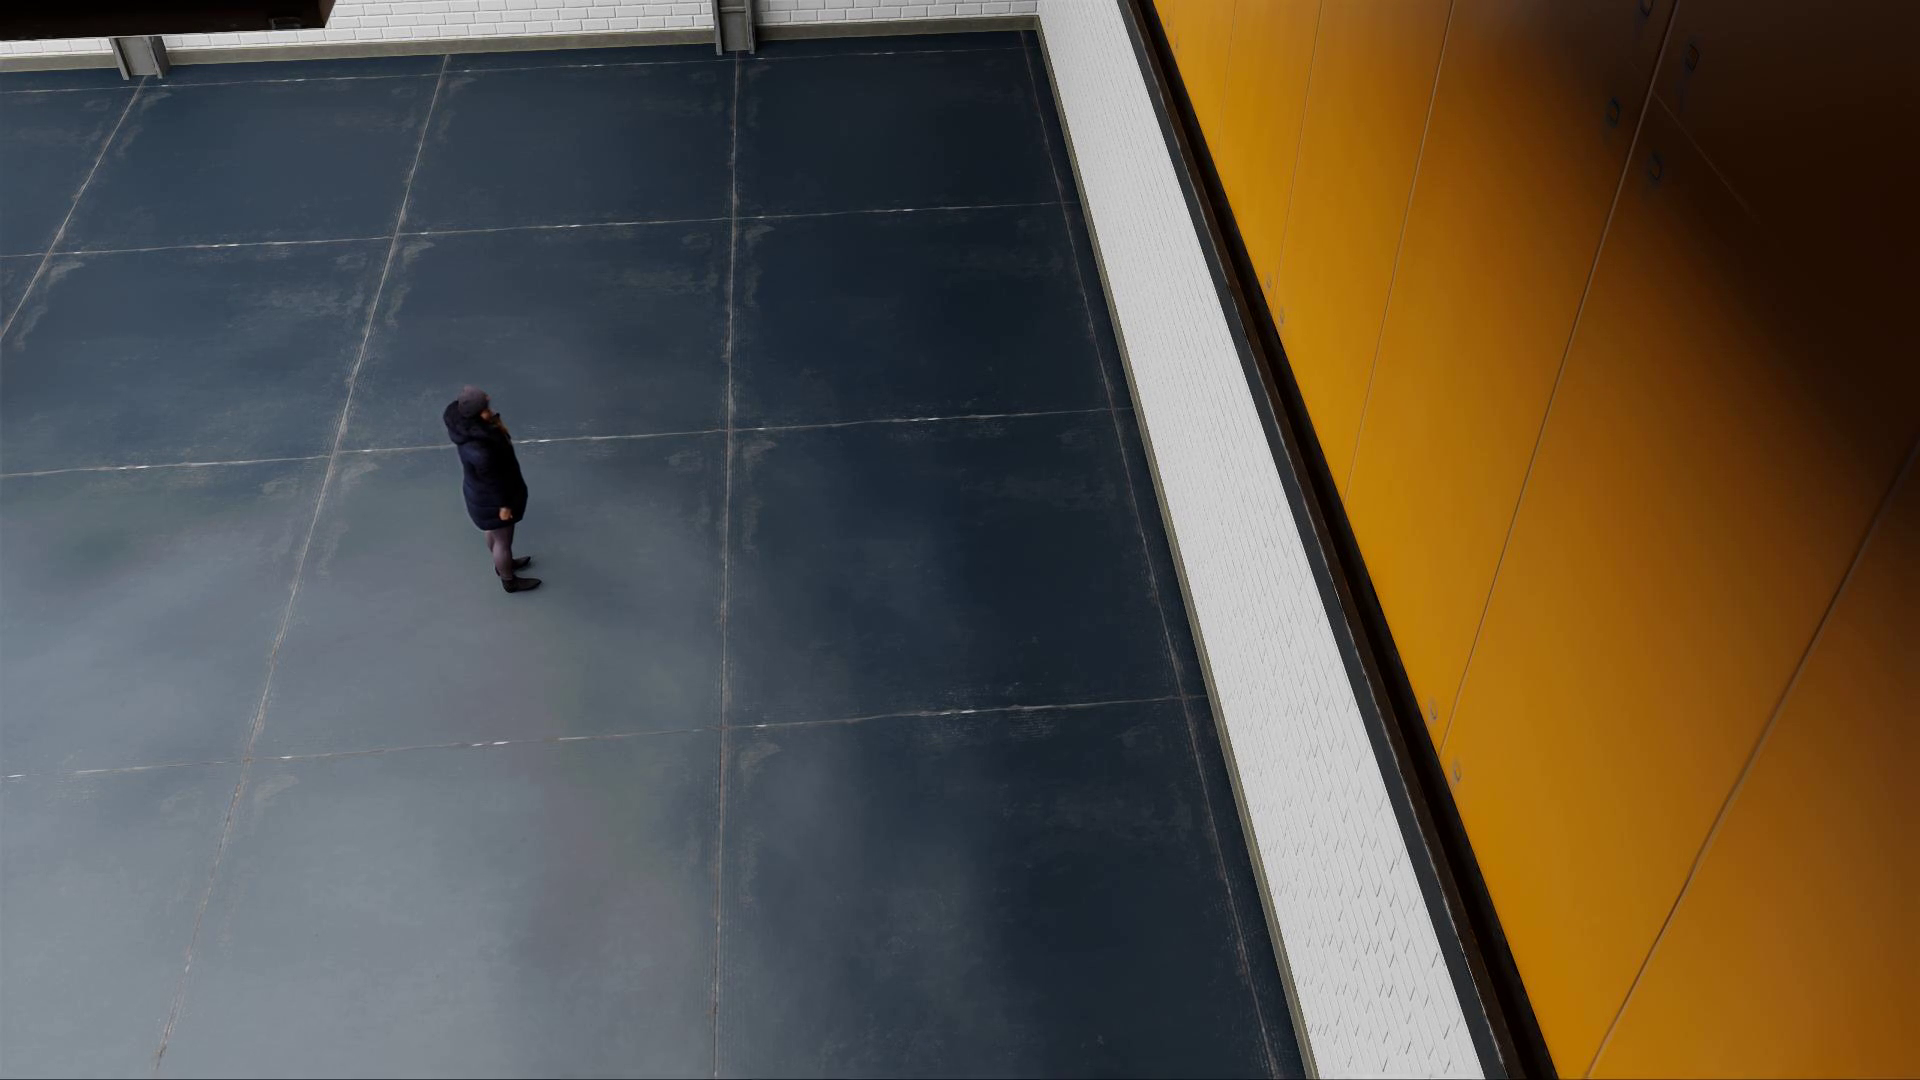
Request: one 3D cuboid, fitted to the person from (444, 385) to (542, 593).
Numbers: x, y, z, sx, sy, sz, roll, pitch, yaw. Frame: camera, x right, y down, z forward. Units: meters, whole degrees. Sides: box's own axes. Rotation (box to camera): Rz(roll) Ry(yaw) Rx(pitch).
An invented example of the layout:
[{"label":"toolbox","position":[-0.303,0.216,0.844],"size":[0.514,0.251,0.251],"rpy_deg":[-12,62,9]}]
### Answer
[{"label":"person","position":[-3.136,-0.342,11.130],"size":[0.763,1.672,0.761],"rpy_deg":[-18,47,-18]}]
